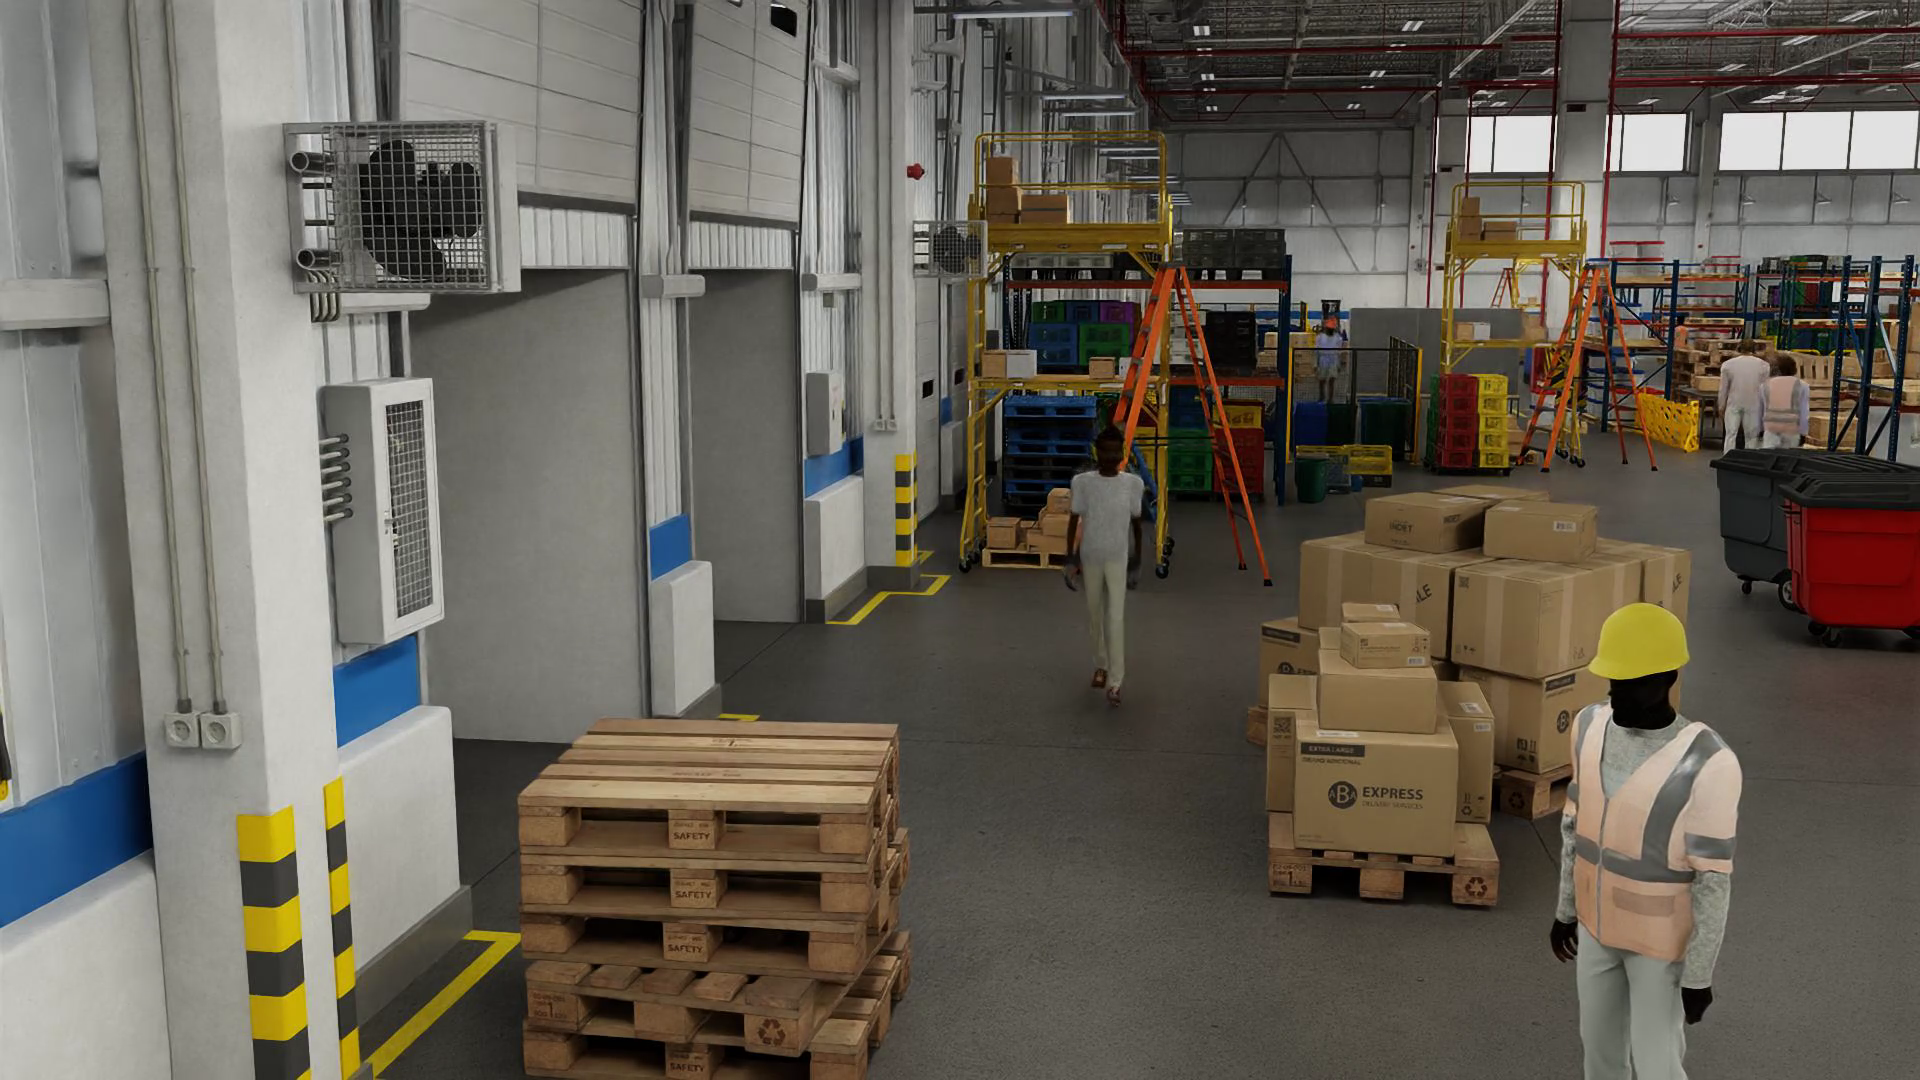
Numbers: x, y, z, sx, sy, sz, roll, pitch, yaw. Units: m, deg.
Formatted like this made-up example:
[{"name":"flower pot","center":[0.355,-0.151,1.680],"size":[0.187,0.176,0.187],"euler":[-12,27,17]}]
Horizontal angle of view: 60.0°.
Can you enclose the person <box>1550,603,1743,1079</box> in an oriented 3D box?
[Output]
[{"name":"person","center":[1.947,1.120,4.827],"size":[0.395,1.918,0.585],"euler":[-4,10,-23]}]

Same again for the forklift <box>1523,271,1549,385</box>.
[{"name":"forklift","center":[14.669,-5.121,40.350],"size":[1.129,2.768,1.873],"euler":[-2,9,-13]}]

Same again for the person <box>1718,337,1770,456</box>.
[{"name":"person","center":[10.853,-1.844,23.068],"size":[0.631,1.931,0.366],"euler":[3,10,20]}]

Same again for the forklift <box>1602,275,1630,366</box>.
[{"name":"forklift","center":[17.619,-6.083,46.280],"size":[1.873,2.768,1.129],"euler":[-3,10,-17]}]

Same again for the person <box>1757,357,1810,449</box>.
[{"name":"person","center":[10.158,-1.359,20.535],"size":[0.997,1.786,0.634],"euler":[-9,13,-42]}]

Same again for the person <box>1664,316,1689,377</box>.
[{"name":"person","center":[19.045,-5.102,43.990],"size":[0.534,1.662,0.840],"euler":[-5,11,-29]}]

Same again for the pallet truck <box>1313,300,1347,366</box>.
[{"name":"pallet truck","center":[11.159,-6.200,49.718],"size":[0.823,1.965,1.885],"euler":[4,10,26]}]

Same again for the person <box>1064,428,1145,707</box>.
[{"name":"person","center":[0.962,0.164,11.039],"size":[0.506,1.819,0.965],"euler":[2,9,9]}]

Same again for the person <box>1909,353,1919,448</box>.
[{"name":"person","center":[15.521,-2.340,26.726],"size":[0.321,1.736,0.488],"euler":[4,10,25]}]

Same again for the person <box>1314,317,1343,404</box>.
[{"name":"person","center":[7.629,-3.679,34.460],"size":[0.561,1.910,0.806],"euler":[2,9,12]}]
